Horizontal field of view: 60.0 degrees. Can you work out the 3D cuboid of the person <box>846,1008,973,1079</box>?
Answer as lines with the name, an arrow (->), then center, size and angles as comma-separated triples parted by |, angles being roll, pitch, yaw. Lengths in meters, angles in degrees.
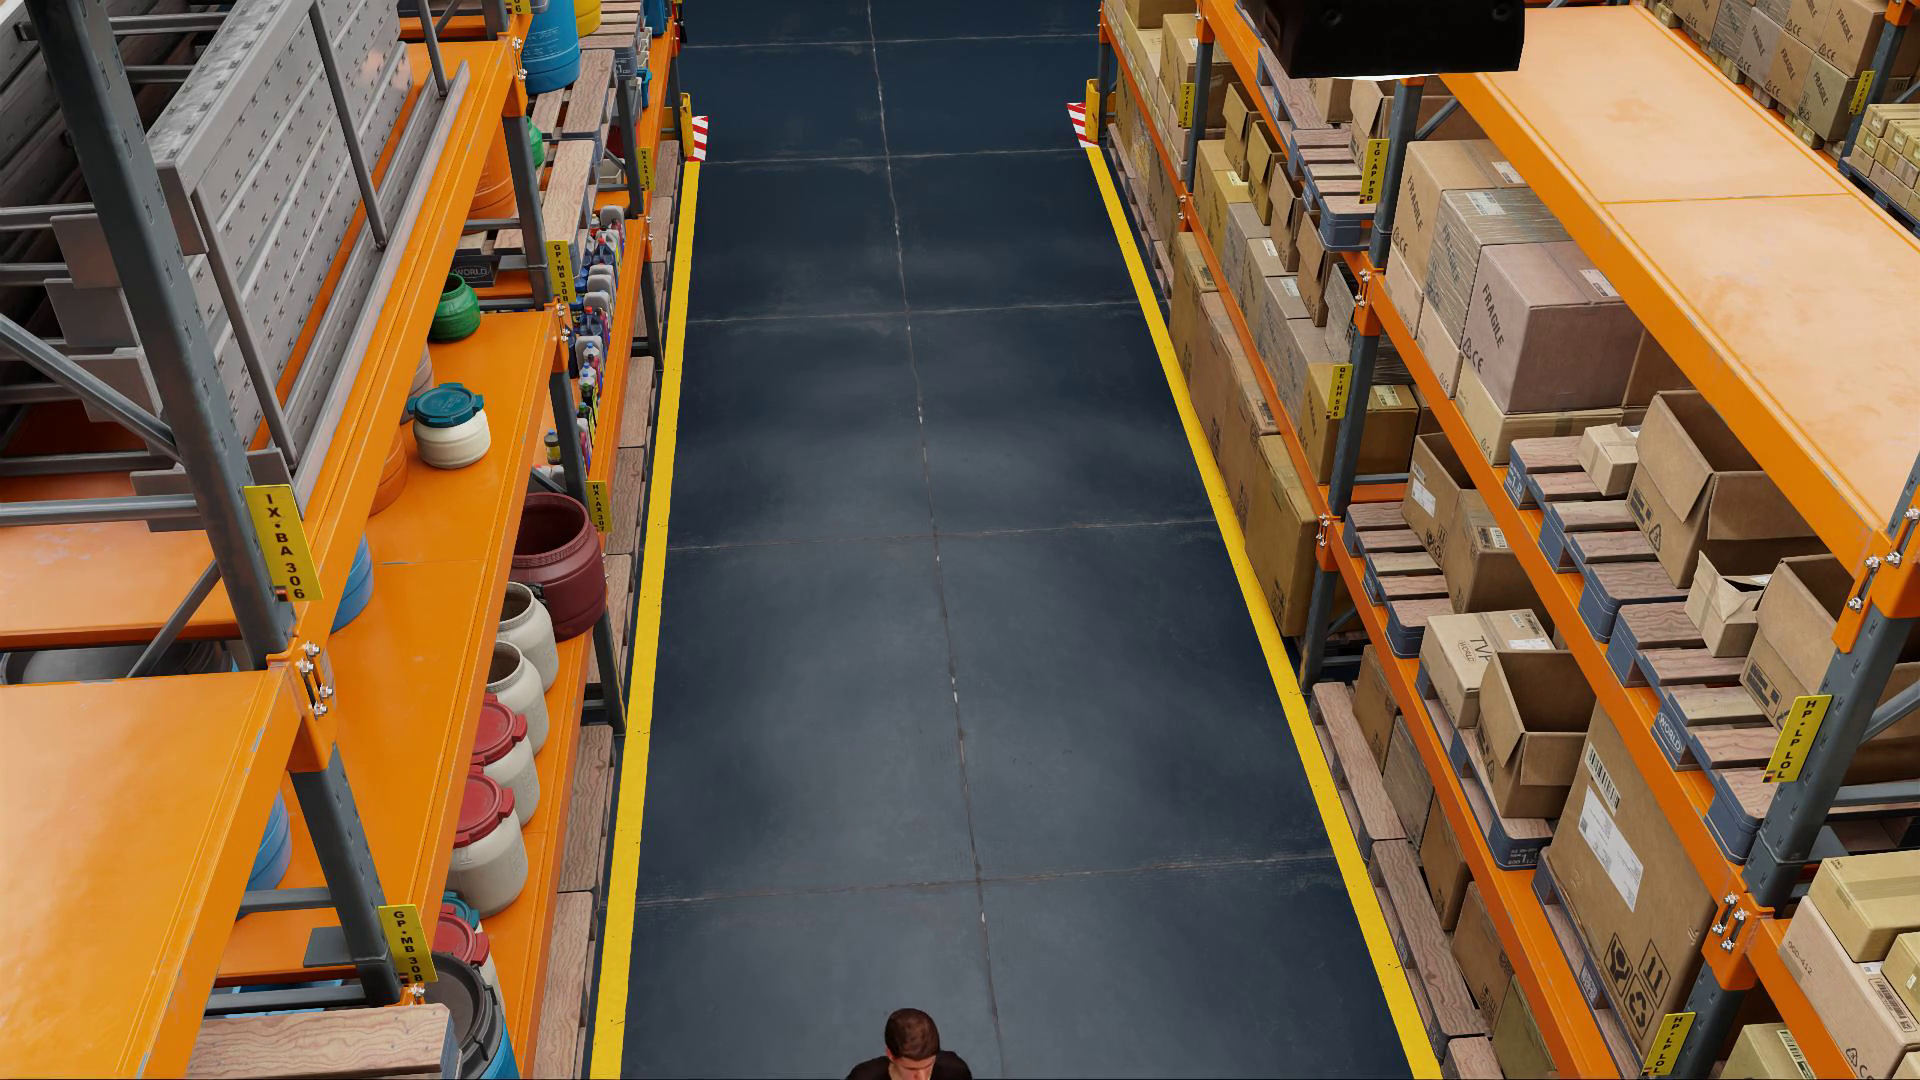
person -> -0.230, 2.327, 6.476 | 0.857, 1.791, 1.274 | -10, 38, -13
